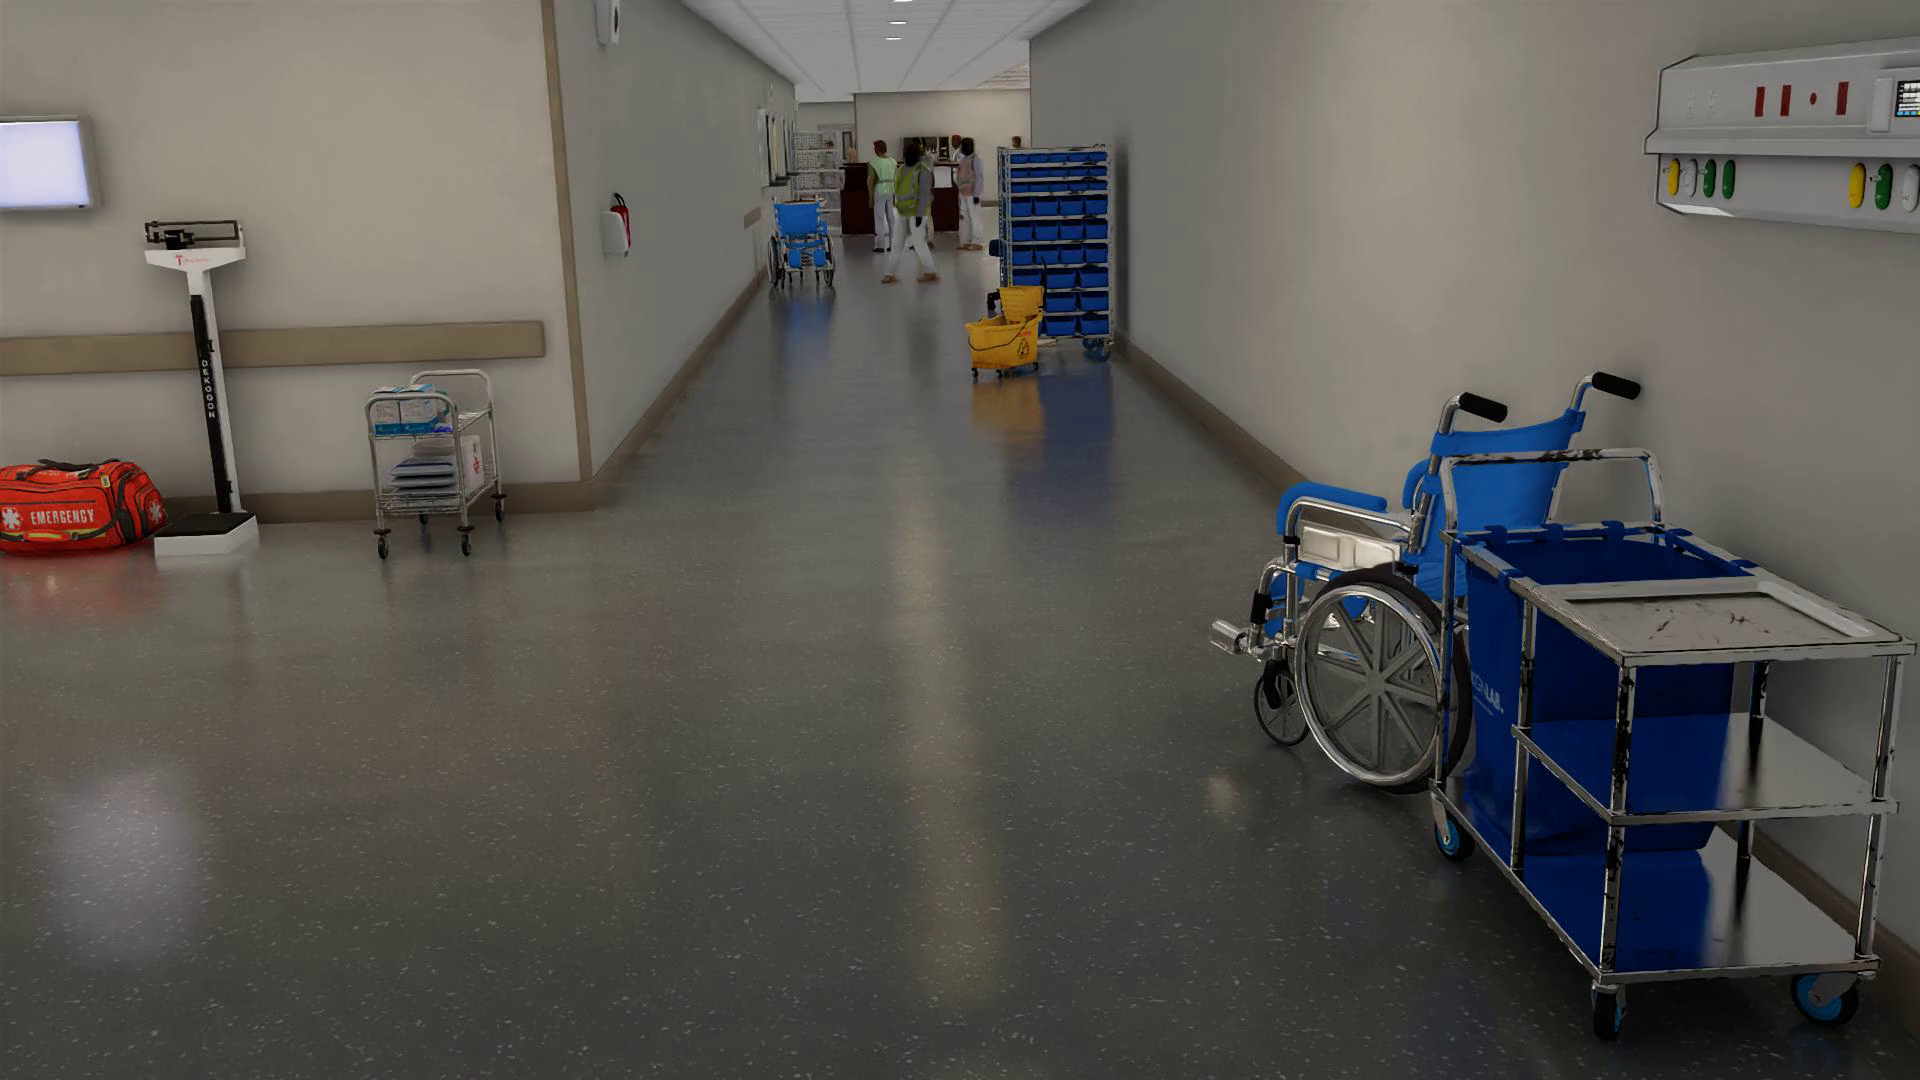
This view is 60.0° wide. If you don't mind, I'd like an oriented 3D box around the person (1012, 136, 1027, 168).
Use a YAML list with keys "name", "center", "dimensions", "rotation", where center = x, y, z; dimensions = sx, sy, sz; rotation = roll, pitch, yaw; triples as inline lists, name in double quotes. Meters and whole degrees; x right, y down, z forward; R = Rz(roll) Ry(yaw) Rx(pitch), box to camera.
- name: "person"
  center: [1.445, -8.707, 39.643]
  dimensions: [0.443, 1.828, 0.512]
  rotation: [-3, 14, -5]

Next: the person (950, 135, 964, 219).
- name: "person"
  center: [-0.059, -8.215, 37.680]
  dimensions: [0.353, 1.883, 0.578]
  rotation: [-6, 14, -17]

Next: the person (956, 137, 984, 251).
- name: "person"
  center: [0.165, -5.682, 27.380]
  dimensions: [0.431, 1.833, 0.644]
  rotation: [-7, 15, -23]

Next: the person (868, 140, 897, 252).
- name: "person"
  center: [-1.259, -5.702, 27.610]
  dimensions: [0.560, 1.837, 0.388]
  rotation: [-13, 18, -39]

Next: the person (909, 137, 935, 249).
- name: "person"
  center: [-0.636, -5.830, 27.990]
  dimensions: [0.515, 1.866, 0.333]
  rotation: [11, 19, 43]

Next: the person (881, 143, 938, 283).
- name: "person"
  center: [-0.638, -4.234, 21.603]
  dimensions: [0.676, 1.798, 0.661]
  rotation: [-12, 17, -38]

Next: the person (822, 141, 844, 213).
- name: "person"
  center: [-3.233, -9.324, 42.760]
  dimensions: [0.965, 1.819, 0.505]
  rotation: [5, 15, 26]
